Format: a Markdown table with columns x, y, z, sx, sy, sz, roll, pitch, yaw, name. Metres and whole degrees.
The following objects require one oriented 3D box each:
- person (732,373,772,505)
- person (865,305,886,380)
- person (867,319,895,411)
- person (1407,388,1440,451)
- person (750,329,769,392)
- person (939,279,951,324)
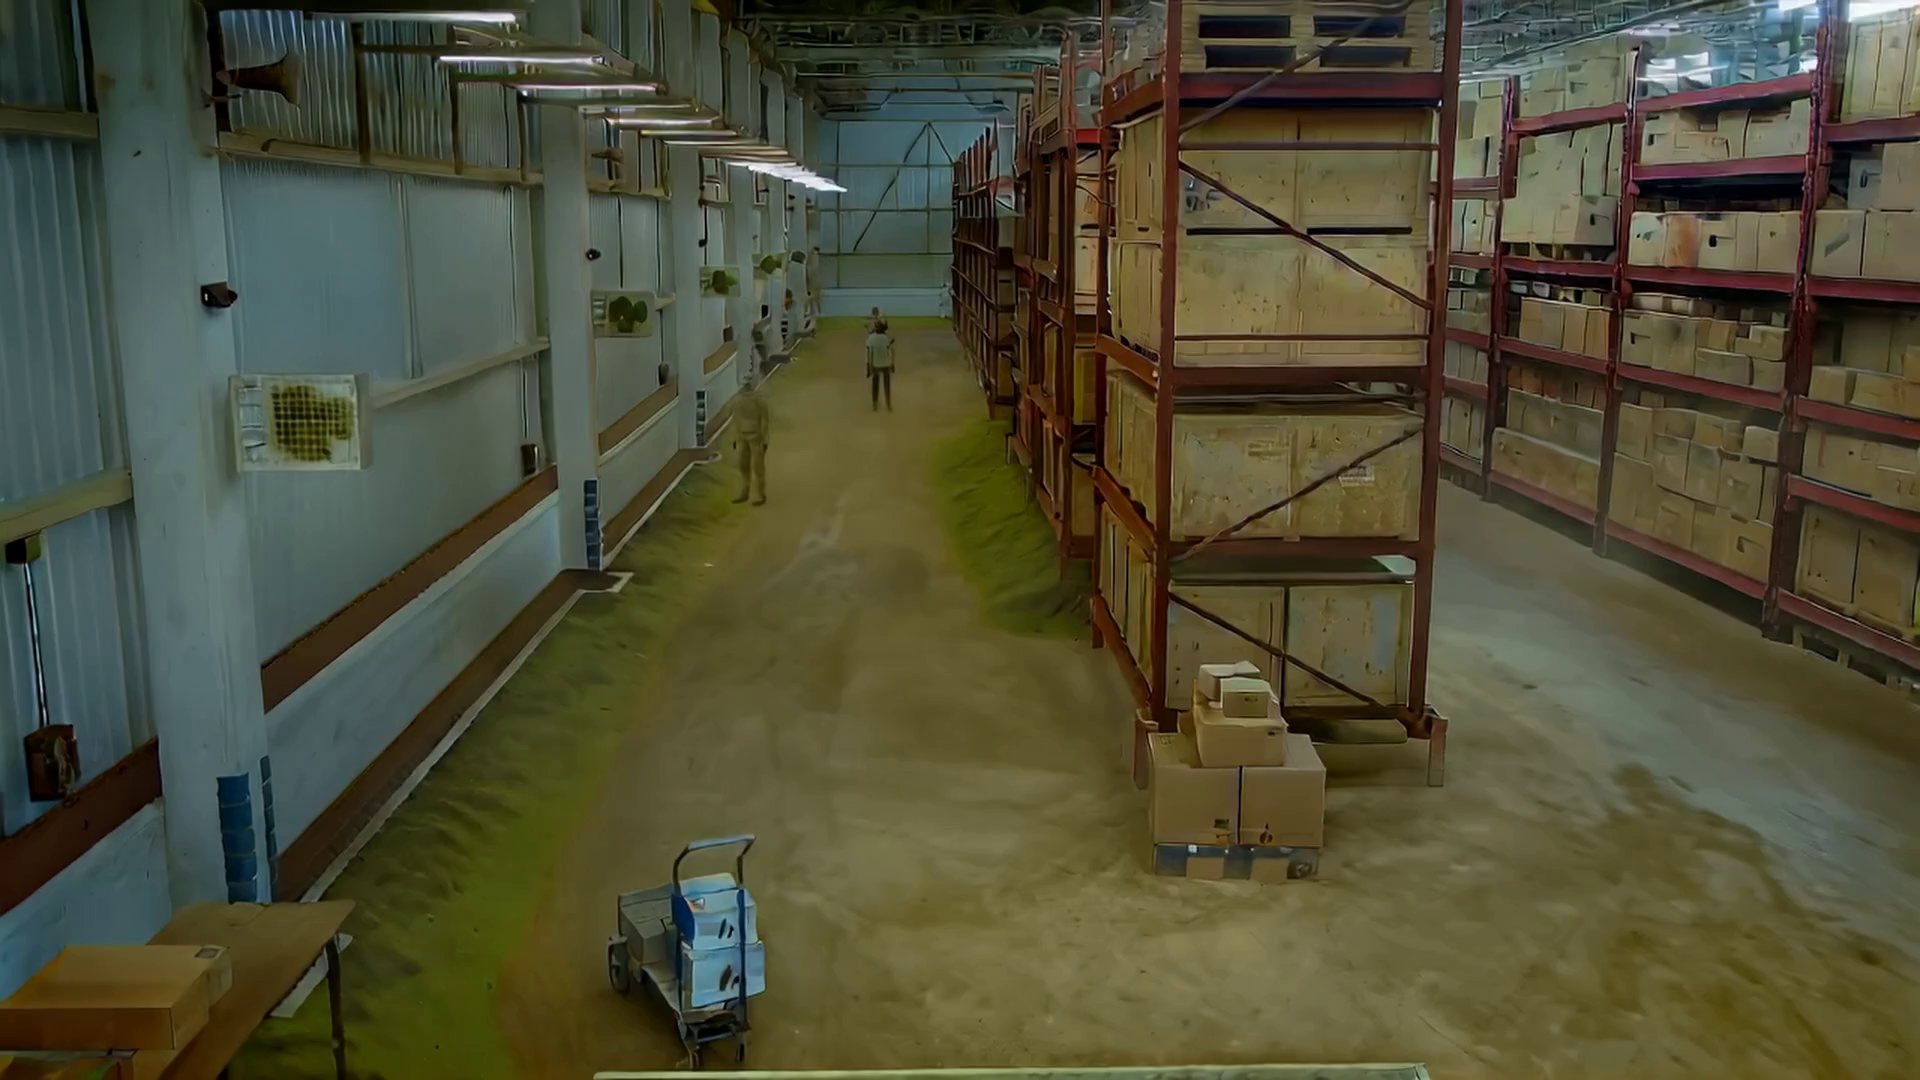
| x | y | z | sx | sy | sz | roll | pitch | yaw | name |
| --- | --- | --- | --- | --- | --- | --- | --- | --- | --- |
| -3.026 | -1.456 | 23.976 | 0.642 | 1.905 | 0.401 | 7 | 13 | 32 | person |
| -2.170 | -5.084 | 42.846 | 0.589 | 1.910 | 0.393 | -6 | 12 | -28 | person |
| -1.688 | -3.752 | 35.709 | 0.617 | 1.986 | 0.408 | -3 | 11 | -15 | person |
| 6.782 | -1.437 | 24.410 | 0.540 | 1.695 | 0.317 | -1 | 11 | -3 | person |
| -4.241 | -3.505 | 34.847 | 0.459 | 1.823 | 0.610 | 2 | 11 | 11 | person |
| -0.623 | -9.451 | 65.955 | 0.564 | 1.751 | 0.330 | -9 | 14 | -40 | person |
